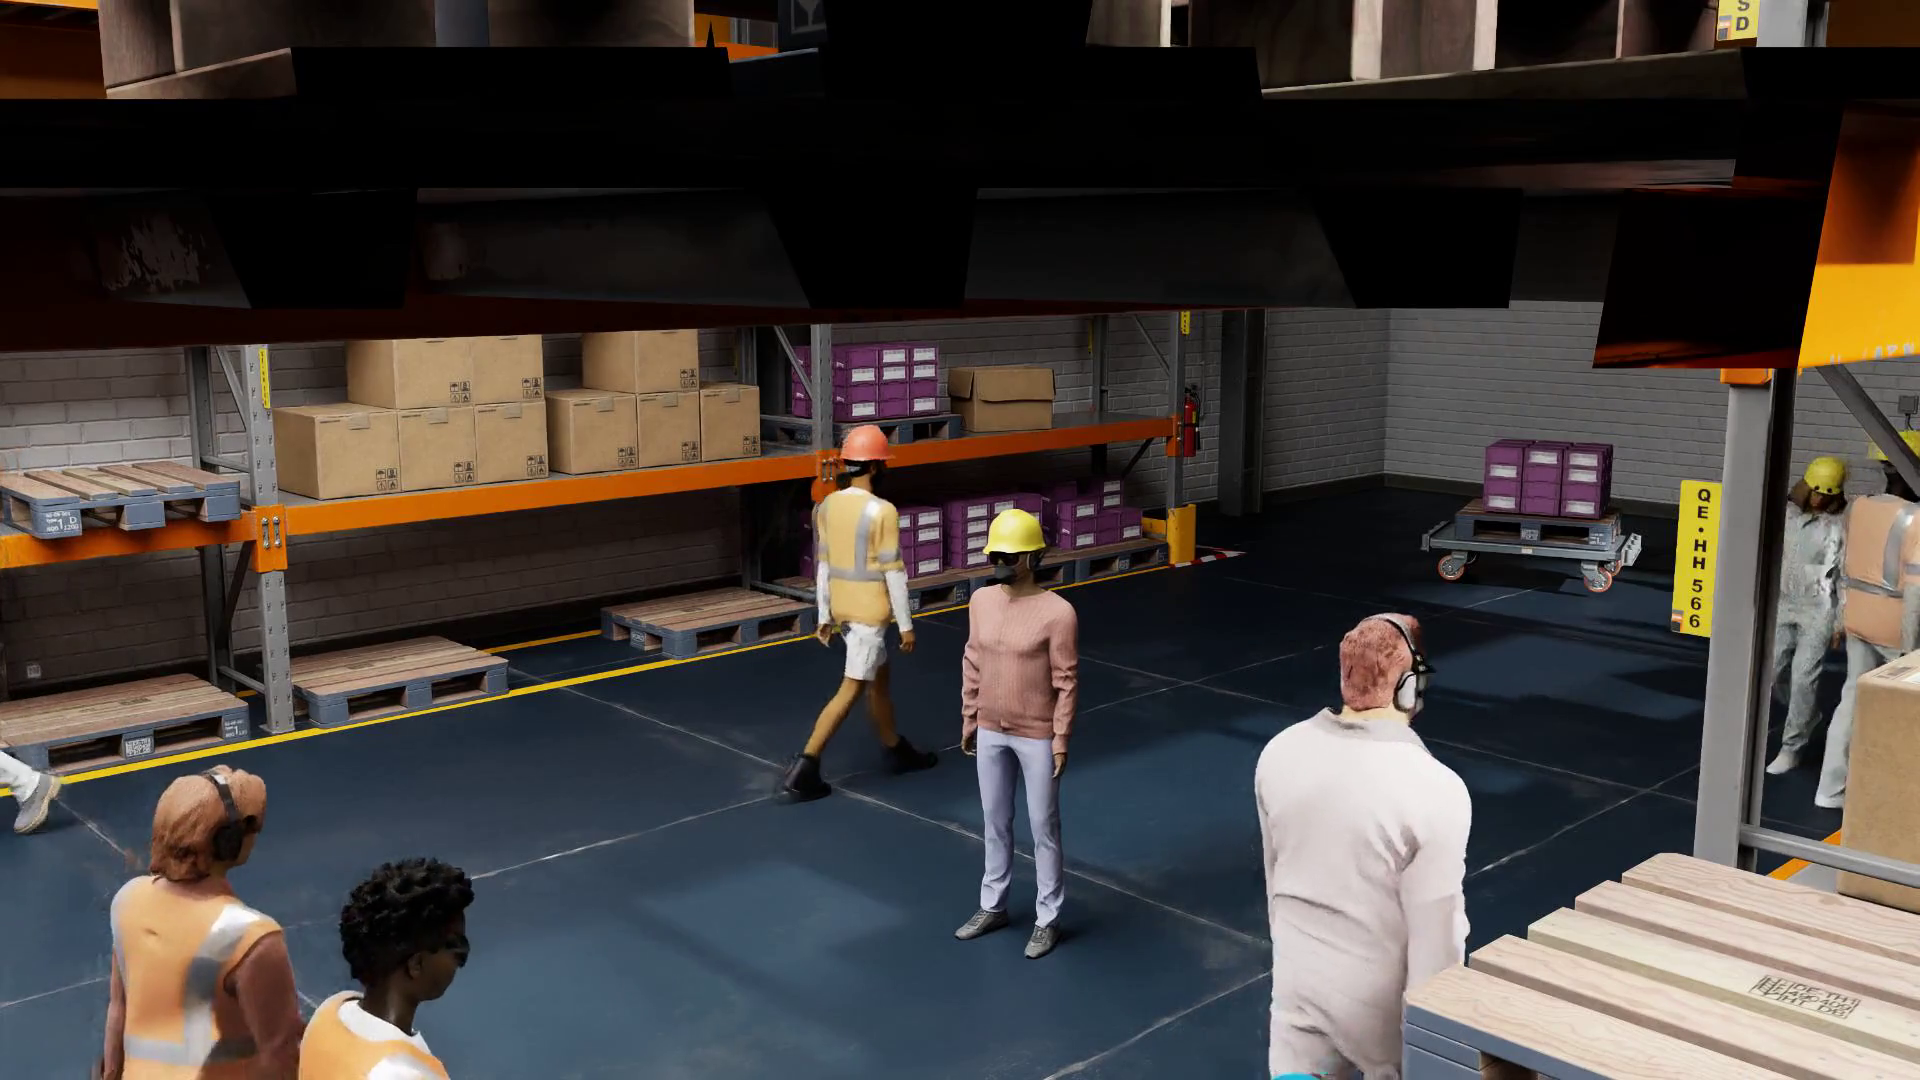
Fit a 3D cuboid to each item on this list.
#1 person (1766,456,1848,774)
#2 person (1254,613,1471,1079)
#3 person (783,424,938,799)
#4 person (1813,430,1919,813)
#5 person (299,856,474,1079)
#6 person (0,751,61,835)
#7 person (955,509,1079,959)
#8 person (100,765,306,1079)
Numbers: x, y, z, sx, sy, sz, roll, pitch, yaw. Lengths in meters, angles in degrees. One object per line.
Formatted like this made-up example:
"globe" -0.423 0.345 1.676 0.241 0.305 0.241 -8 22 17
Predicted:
"person" 4.495 0.391 8.805 0.447 1.707 0.505 -6 11 -31
"person" 1.076 1.100 4.202 0.949 1.860 0.673 -8 12 -38
"person" -0.528 0.357 8.500 0.993 1.899 0.555 -8 12 -38
"person" 4.539 0.417 8.102 0.677 1.896 0.601 -2 10 -12
"person" -1.032 1.390 3.124 0.882 1.633 0.552 -9 13 -41
"person" -4.684 0.534 7.572 0.576 1.855 0.875 9 13 42
"person" 0.221 0.753 6.539 0.525 1.769 0.315 7 12 35
"person" -1.642 1.299 3.752 0.548 1.616 0.550 6 11 30
